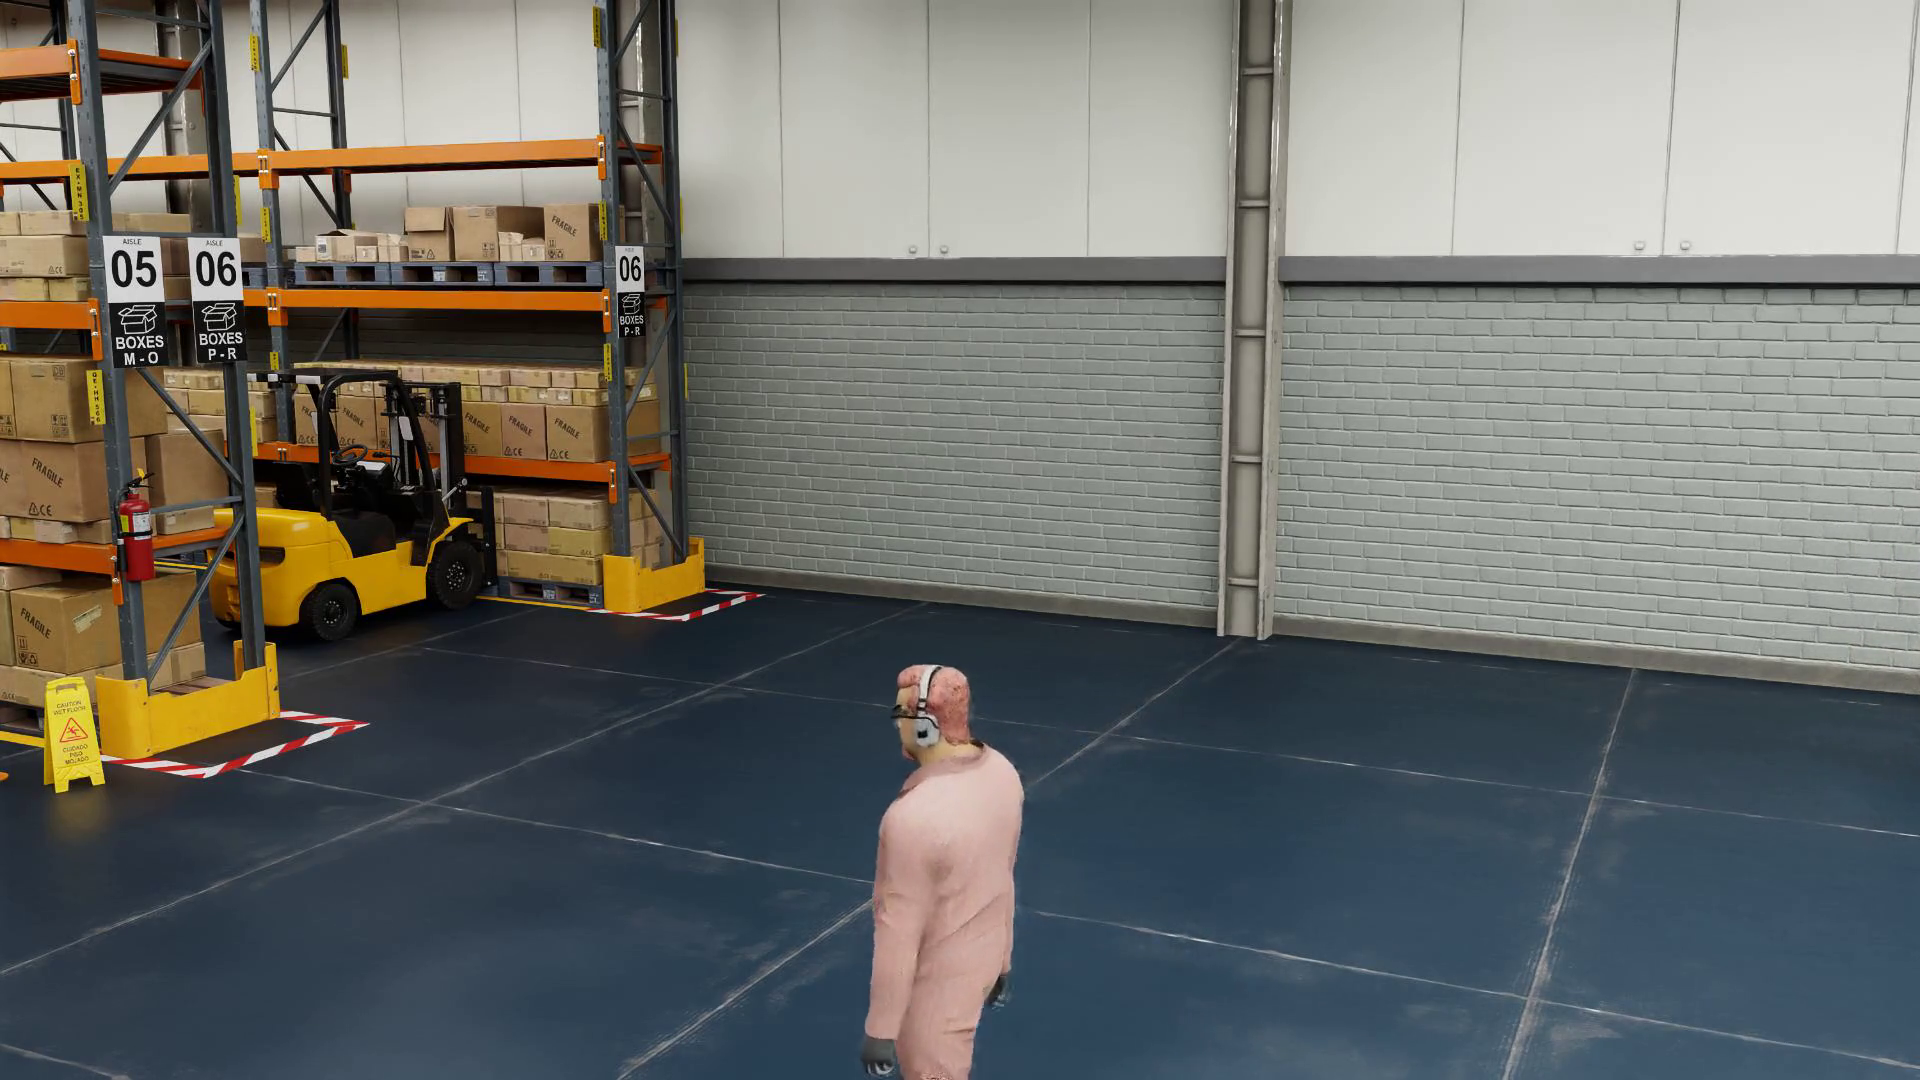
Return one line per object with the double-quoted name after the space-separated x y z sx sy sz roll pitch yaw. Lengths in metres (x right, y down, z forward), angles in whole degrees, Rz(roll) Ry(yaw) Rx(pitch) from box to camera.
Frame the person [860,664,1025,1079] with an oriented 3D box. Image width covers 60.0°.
-0.078 1.299 4.985 0.659 1.904 0.675 5 10 26 "person"
